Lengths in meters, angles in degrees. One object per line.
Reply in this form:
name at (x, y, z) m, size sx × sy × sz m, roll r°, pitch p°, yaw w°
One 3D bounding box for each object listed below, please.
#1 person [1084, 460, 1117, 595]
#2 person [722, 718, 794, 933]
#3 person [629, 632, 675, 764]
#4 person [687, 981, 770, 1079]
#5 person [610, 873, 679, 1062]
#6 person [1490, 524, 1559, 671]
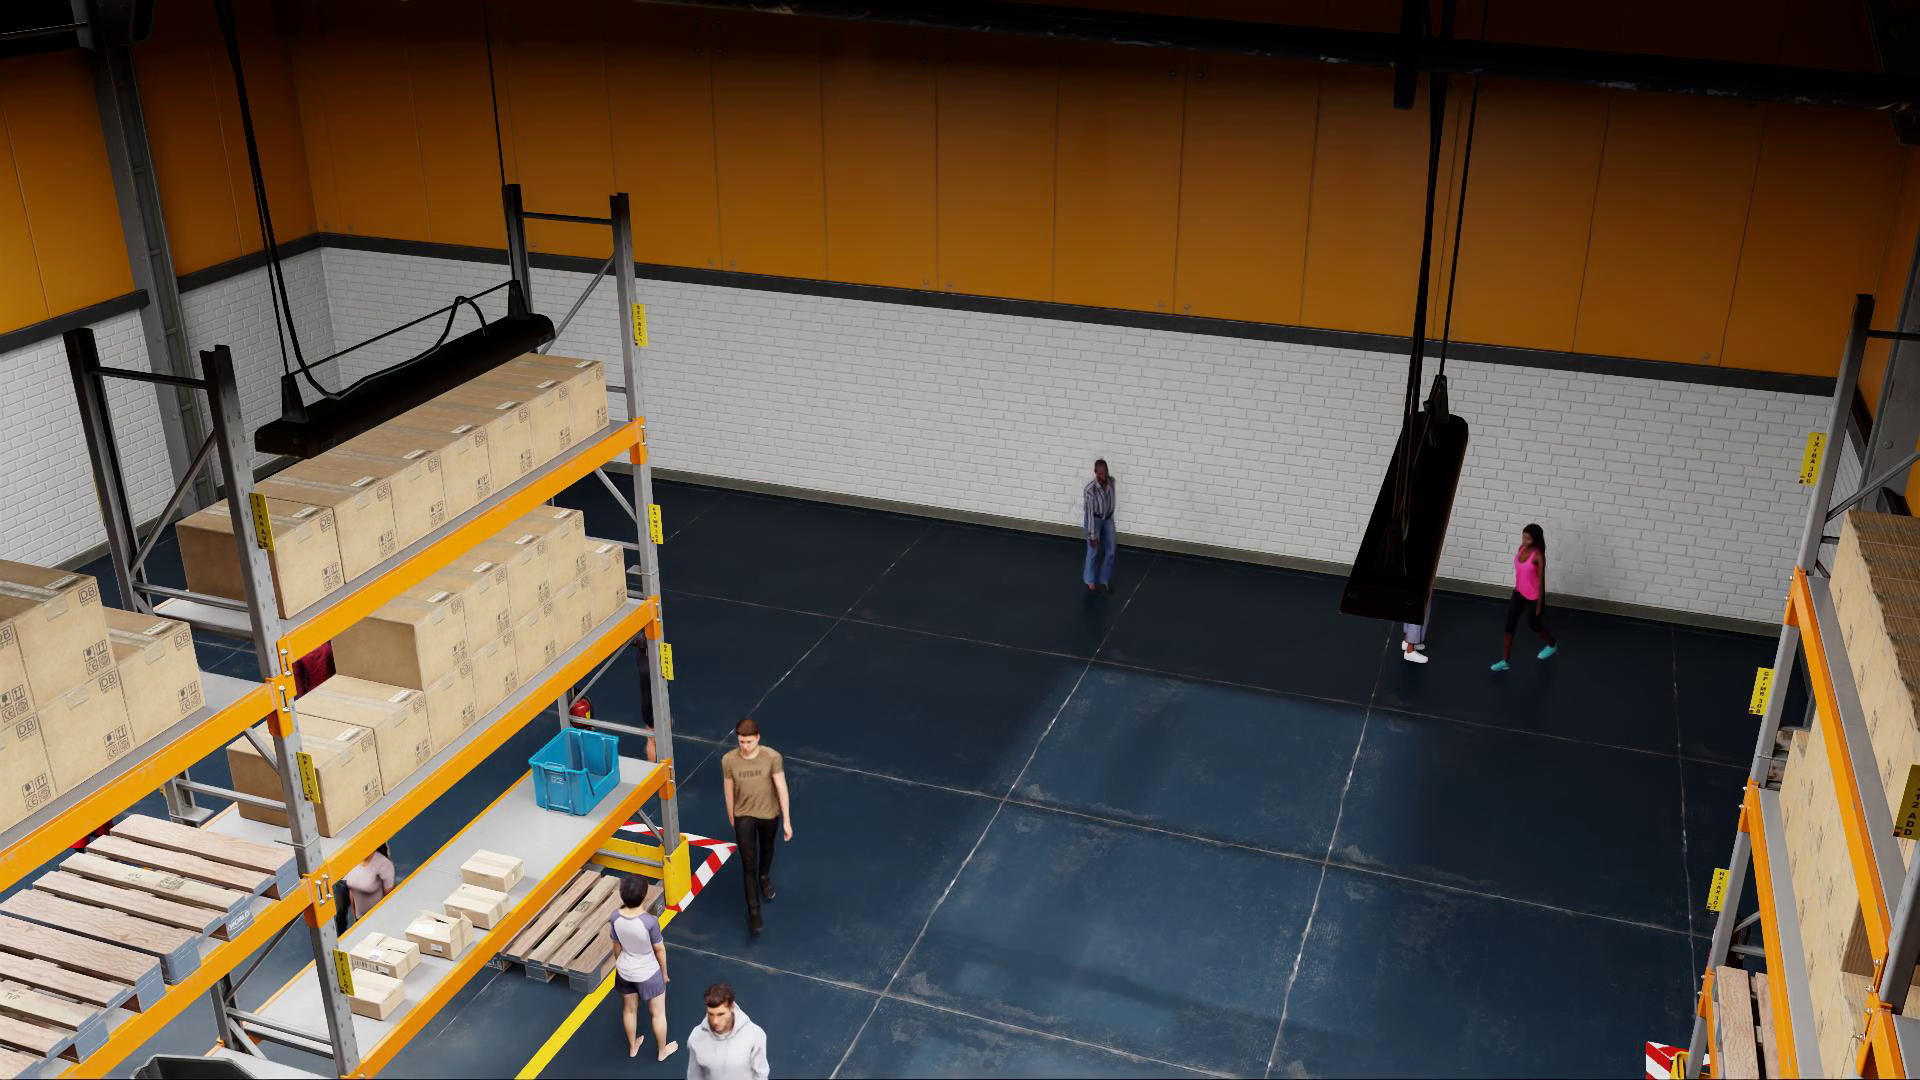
person at (1.599, -0.160, 19.423) m, size 0.896 × 1.752 × 0.825 m, roll 21°, pitch 31°, yaw 39°
person at (-1.691, 2.244, 13.855) m, size 1.062 × 1.808 × 1.259 m, roll -5°, pitch 24°, yaw -11°
person at (-2.939, 1.595, 15.559) m, size 0.788 × 1.633 × 0.710 m, roll -6°, pitch 24°, yaw -14°
person at (-1.449, 3.577, 10.679) m, size 0.947 × 1.909 × 1.142 m, roll -1°, pitch 24°, yaw -3°
person at (-2.335, 3.118, 12.154) m, size 0.571 × 1.568 × 0.535 m, roll 6°, pitch 24°, yaw 14°
person at (6.146, 0.601, 17.769) m, size 1.121 × 1.684 × 1.043 m, roll -11°, pitch 26°, yaw -23°
